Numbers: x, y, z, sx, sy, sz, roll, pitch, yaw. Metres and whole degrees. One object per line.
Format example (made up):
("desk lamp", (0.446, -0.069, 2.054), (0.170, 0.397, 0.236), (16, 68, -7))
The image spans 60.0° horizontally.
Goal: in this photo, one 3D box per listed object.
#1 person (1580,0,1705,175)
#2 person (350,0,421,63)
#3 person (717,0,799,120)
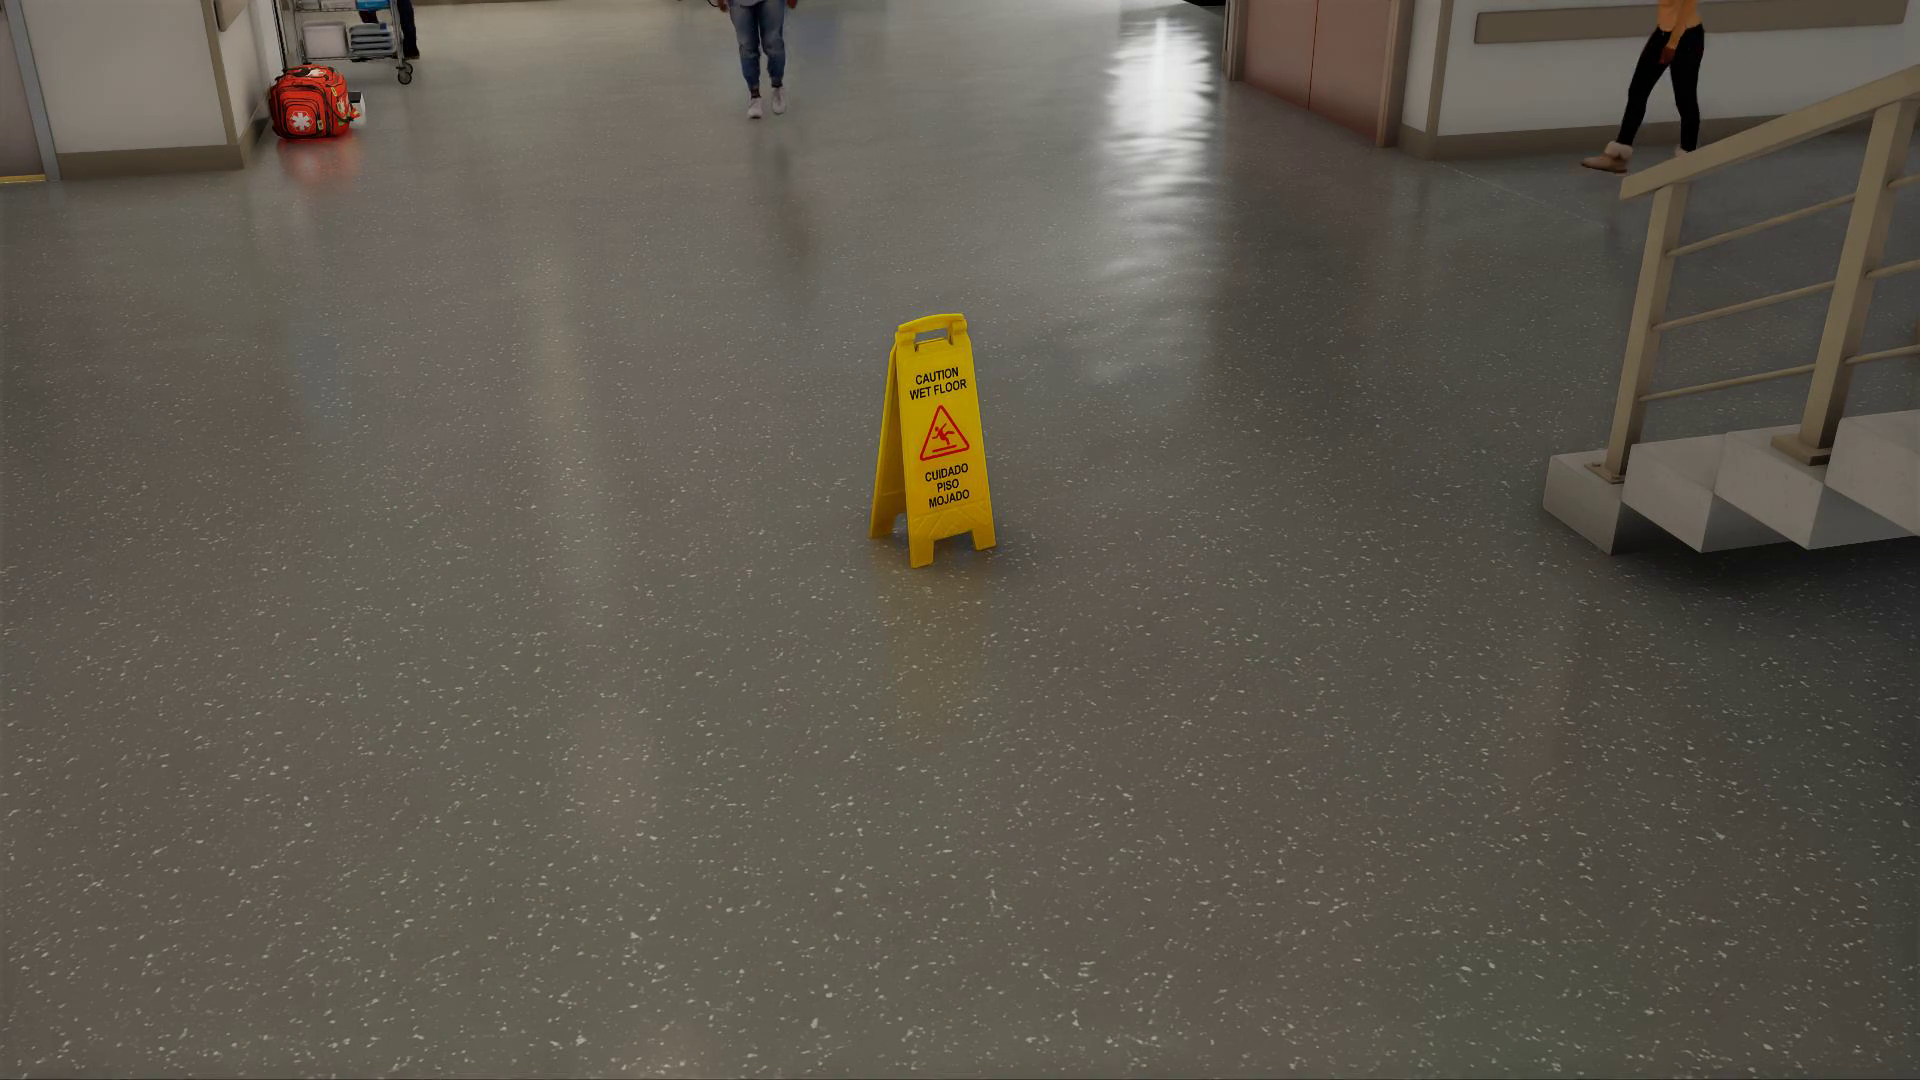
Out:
("person", (4.293, -2.933, 9.784), (0.747, 1.639, 0.882), (-5, 26, -11))
("person", (-4.633, -4.809, 13.430), (0.853, 1.850, 0.817), (4, 26, 9))
("person", (-1.397, -3.858, 11.525), (0.770, 1.792, 0.733), (1, 26, 1))
